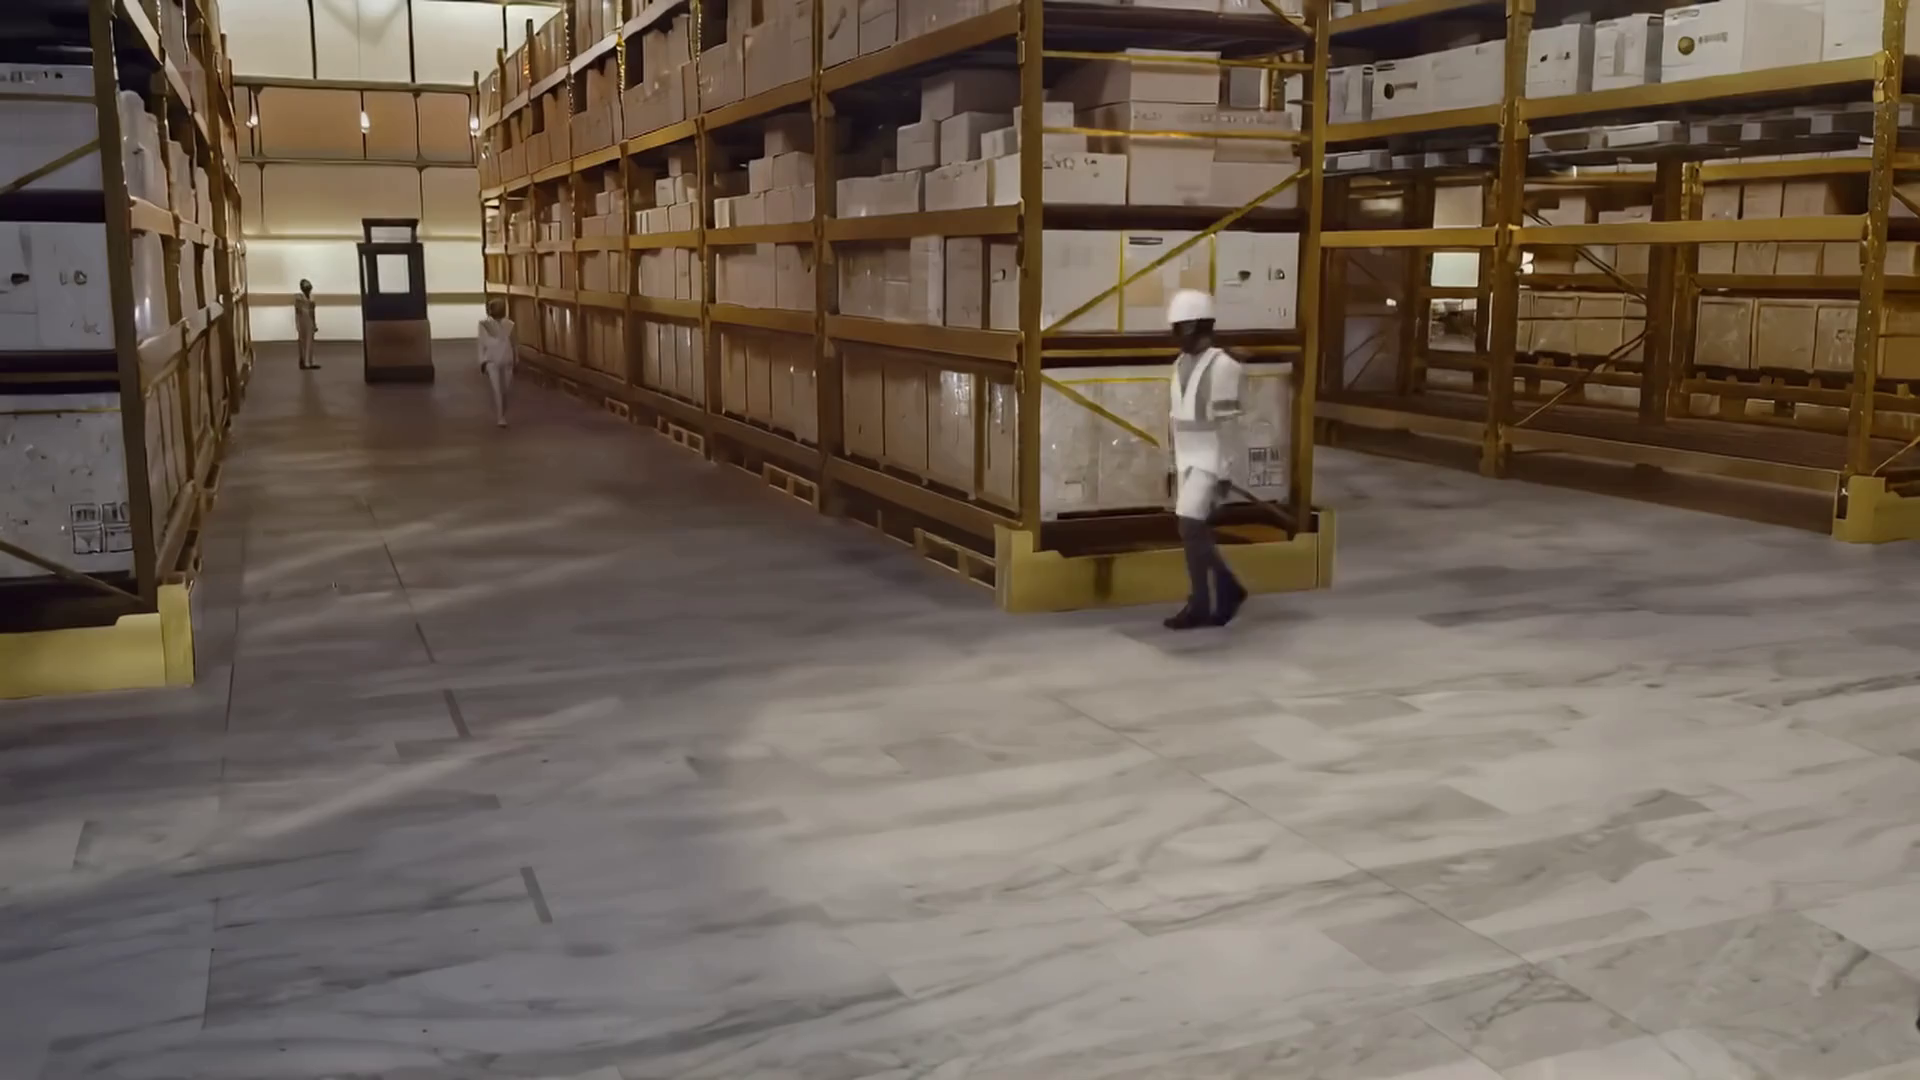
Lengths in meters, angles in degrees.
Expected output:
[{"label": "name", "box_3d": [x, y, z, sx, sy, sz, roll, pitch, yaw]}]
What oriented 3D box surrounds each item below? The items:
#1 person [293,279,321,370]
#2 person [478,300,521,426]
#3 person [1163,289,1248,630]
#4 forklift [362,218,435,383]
[{"label": "person", "box_3d": [-12.662, -4.186, 32.302, 0.340, 1.749, 0.572, 3, 10, 17]}, {"label": "person", "box_3d": [-5.914, -2.284, 21.349, 0.522, 1.604, 0.816, -5, 11, -26]}, {"label": "person", "box_3d": [1.323, -0.432, 9.309, 0.425, 1.921, 0.564, -4, 10, -23]}, {"label": "forklift", "box_3d": [-9.834, -4.185, 28.929, 1.129, 2.768, 1.873, -4, 10, -22]}]
